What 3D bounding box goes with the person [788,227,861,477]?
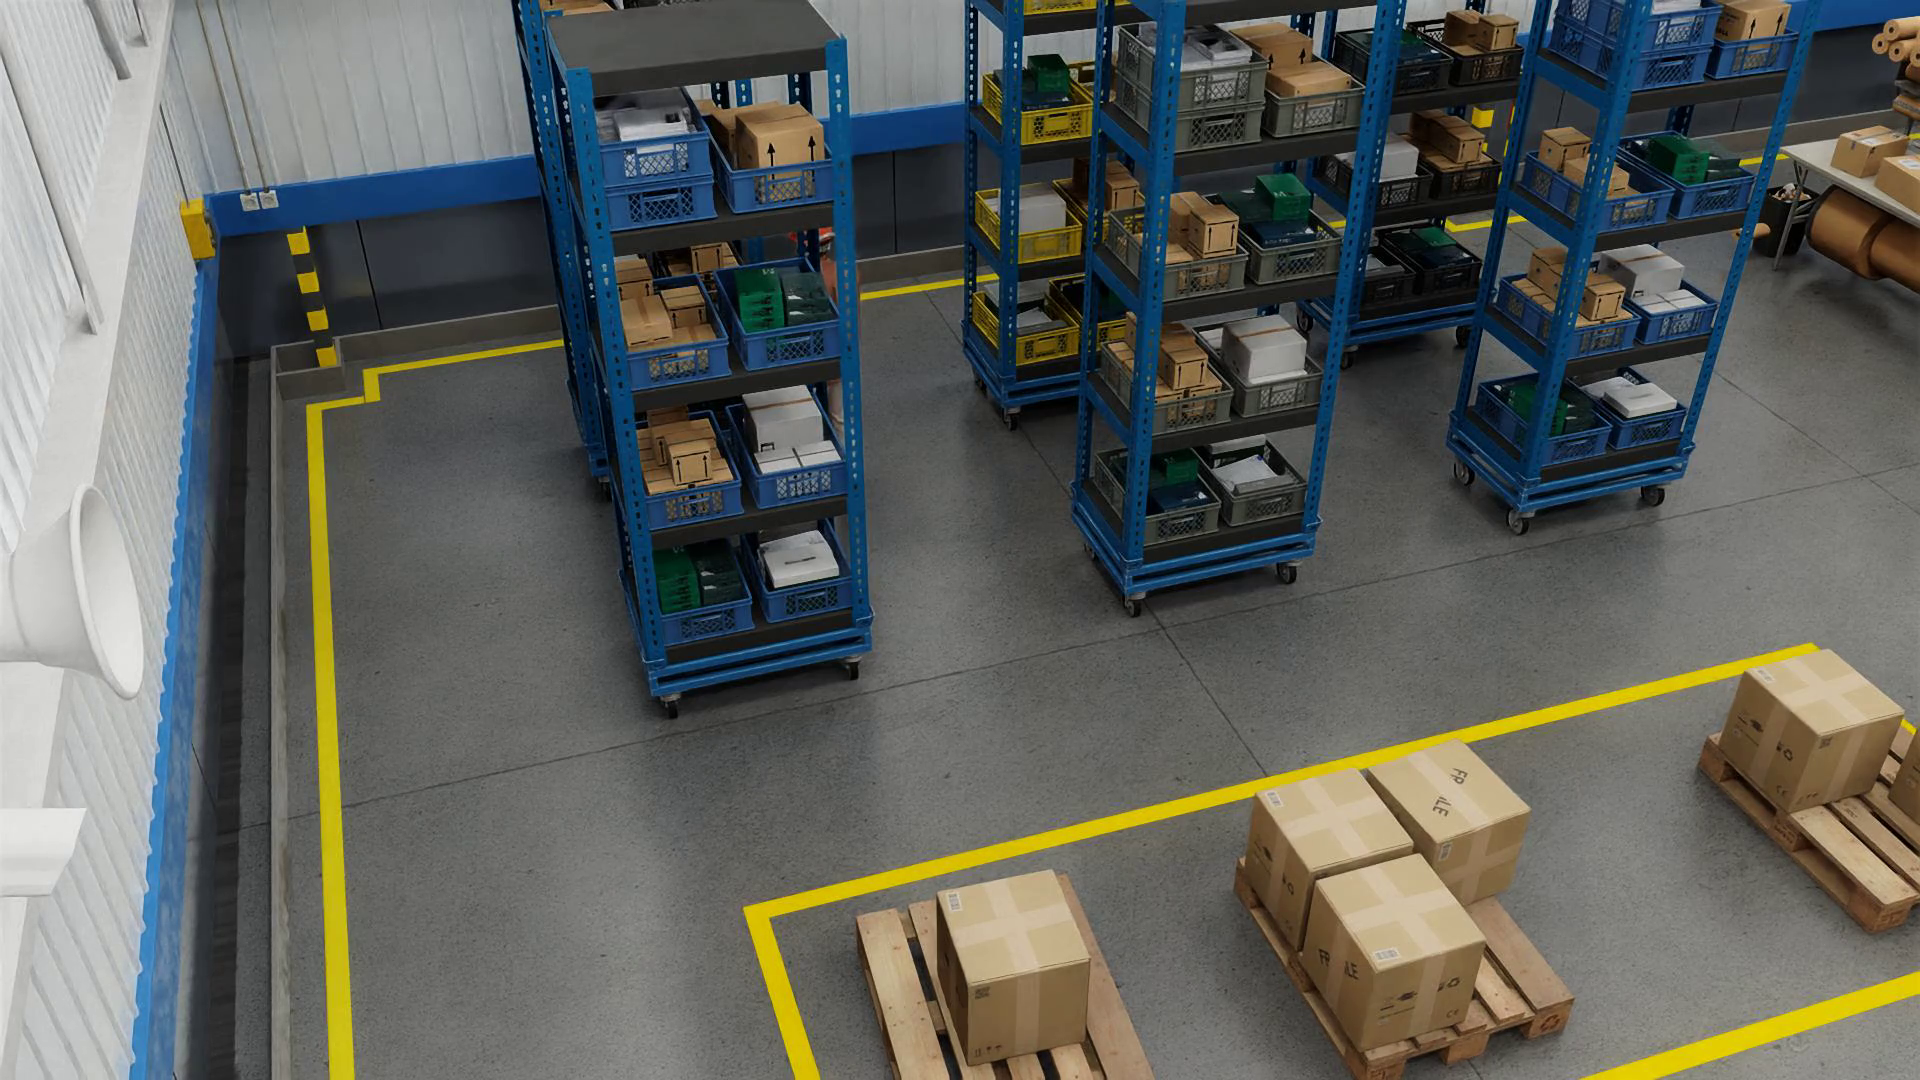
[{"bbox_3d":[-0.843,-1.062,10.070,0.412,1.979,0.630,26,43,32],"label":"person"}]
